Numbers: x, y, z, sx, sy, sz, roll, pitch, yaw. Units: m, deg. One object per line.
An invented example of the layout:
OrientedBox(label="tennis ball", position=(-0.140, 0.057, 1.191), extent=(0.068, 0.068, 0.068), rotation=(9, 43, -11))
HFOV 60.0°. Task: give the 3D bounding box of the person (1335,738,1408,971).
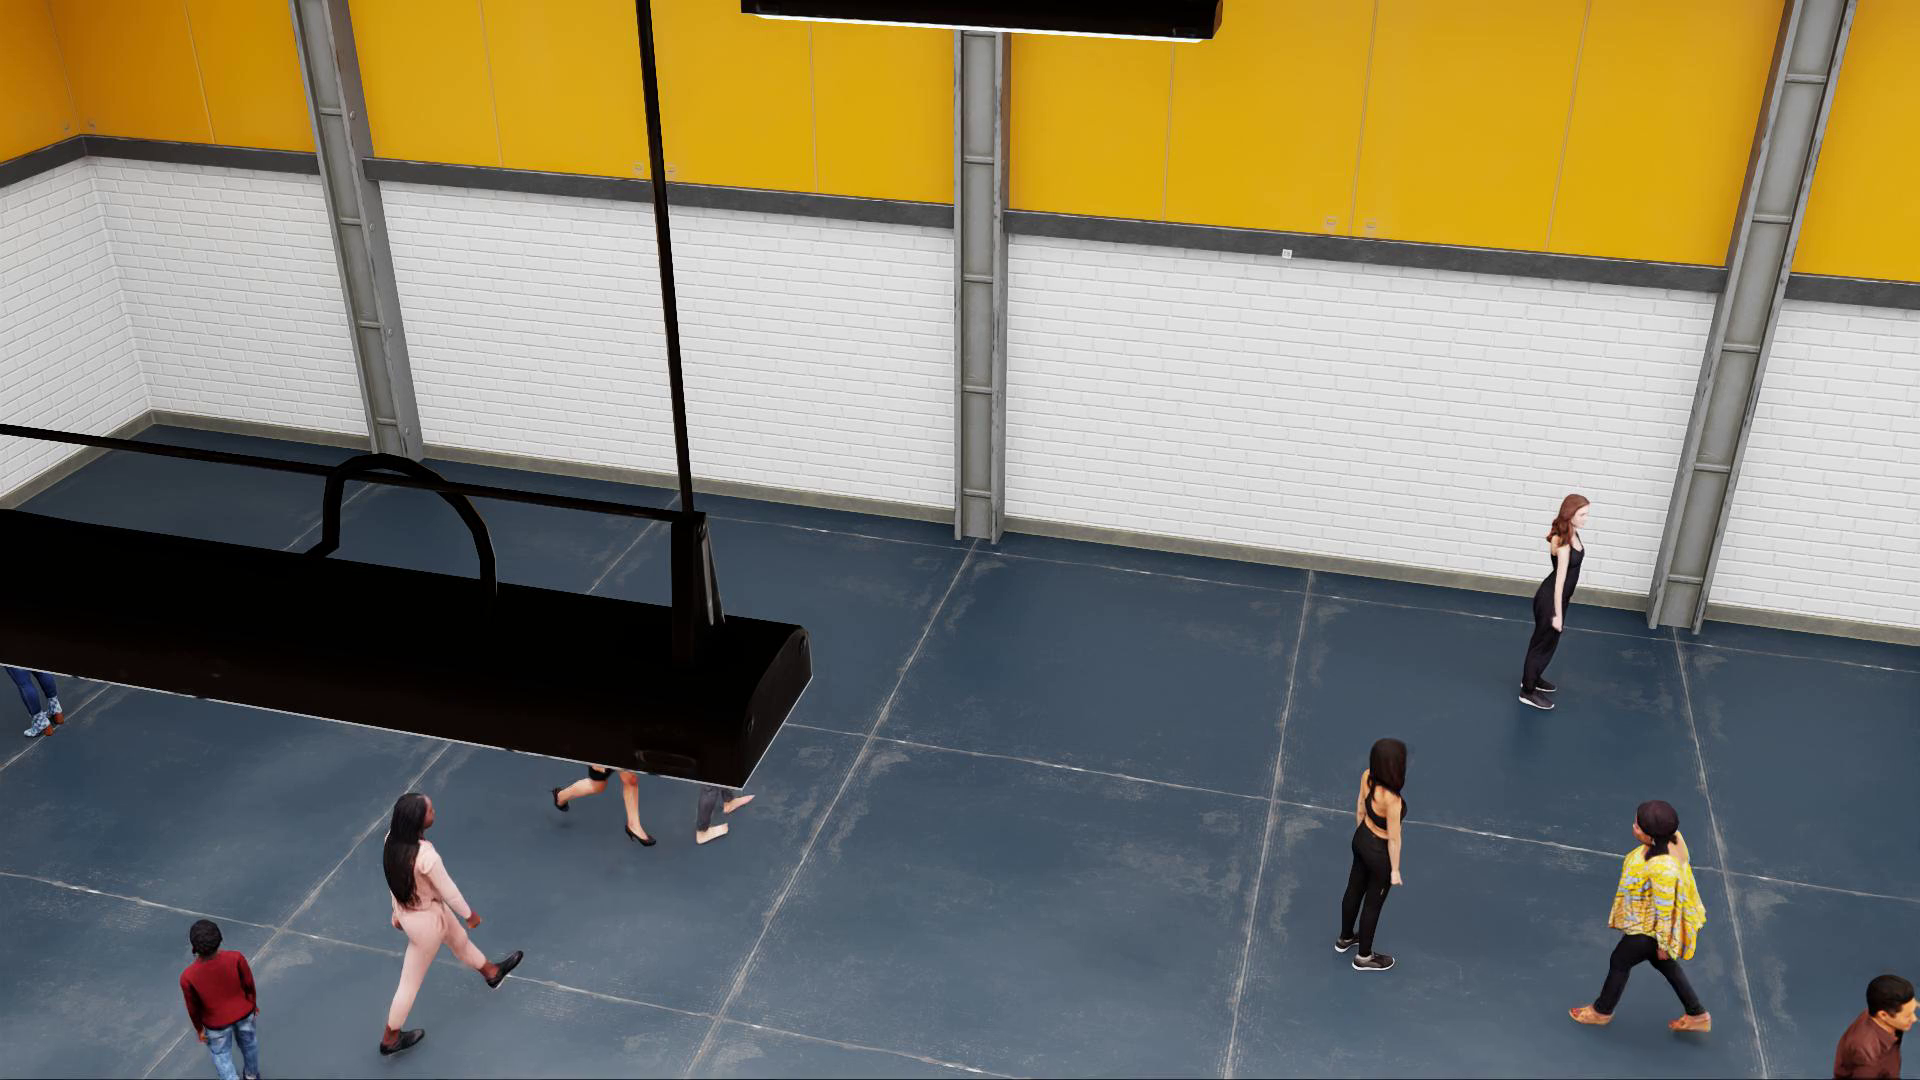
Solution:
OrientedBox(label="person", position=(2.497, 1.881, 10.044), extent=(0.656, 1.643, 0.625), rotation=(-11, 30, -19))

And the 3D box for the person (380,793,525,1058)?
OrientedBox(label="person", position=(-3.104, 2.221, 9.396), extent=(1.120, 1.666, 1.207), rotation=(-25, 37, -38))

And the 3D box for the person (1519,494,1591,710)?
OrientedBox(label="person", position=(4.484, 0.439, 12.583), extent=(0.581, 1.743, 0.624), rotation=(13, 31, 23))

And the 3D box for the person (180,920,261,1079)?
OrientedBox(label="person", position=(-3.995, 2.619, 9.107), extent=(0.686, 1.244, 0.756), rotation=(-19, 34, -31))

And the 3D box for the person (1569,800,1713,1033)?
OrientedBox(label="person", position=(4.038, 2.218, 9.469), extent=(1.035, 1.603, 0.788), rotation=(11, 31, 19))

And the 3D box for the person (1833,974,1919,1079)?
OrientedBox(label="person", position=(4.348, 2.824, 8.172), extent=(0.637, 1.781, 0.700), rotation=(18, 33, 30))

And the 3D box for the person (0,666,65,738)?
OrientedBox(label="person", position=(-6.937, 0.713, 12.211), extent=(0.578, 1.618, 0.637), rotation=(4, 29, 7))
